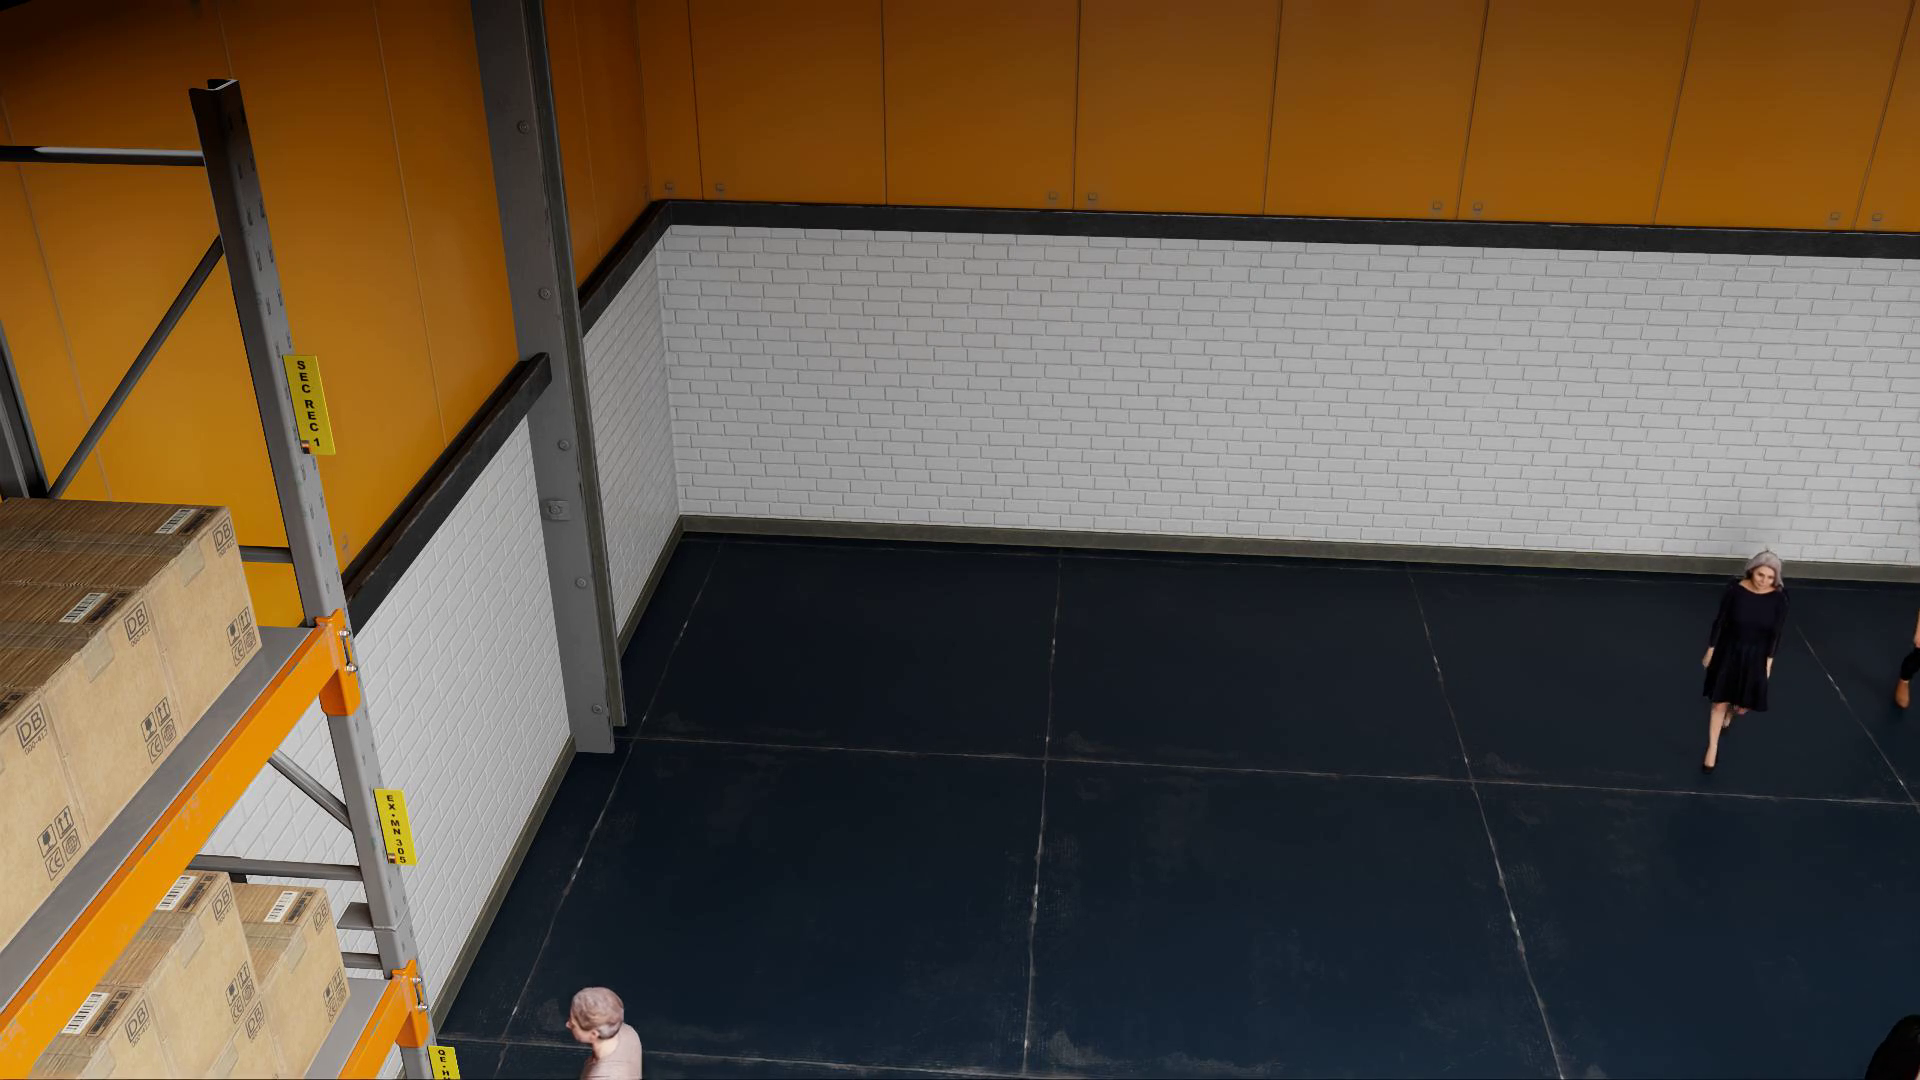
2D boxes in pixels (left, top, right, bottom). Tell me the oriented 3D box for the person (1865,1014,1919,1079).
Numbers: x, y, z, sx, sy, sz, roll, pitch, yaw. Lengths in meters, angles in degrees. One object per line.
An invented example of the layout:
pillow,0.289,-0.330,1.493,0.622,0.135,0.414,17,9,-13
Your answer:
person,4.165,2.850,7.773,0.808,1.725,0.739,24,37,37

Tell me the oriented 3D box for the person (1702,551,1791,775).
person,5.403,0.809,11.505,0.786,1.735,0.899,15,32,25

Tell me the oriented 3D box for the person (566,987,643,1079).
person,-1.490,2.817,7.688,0.777,1.865,0.730,0,29,0
